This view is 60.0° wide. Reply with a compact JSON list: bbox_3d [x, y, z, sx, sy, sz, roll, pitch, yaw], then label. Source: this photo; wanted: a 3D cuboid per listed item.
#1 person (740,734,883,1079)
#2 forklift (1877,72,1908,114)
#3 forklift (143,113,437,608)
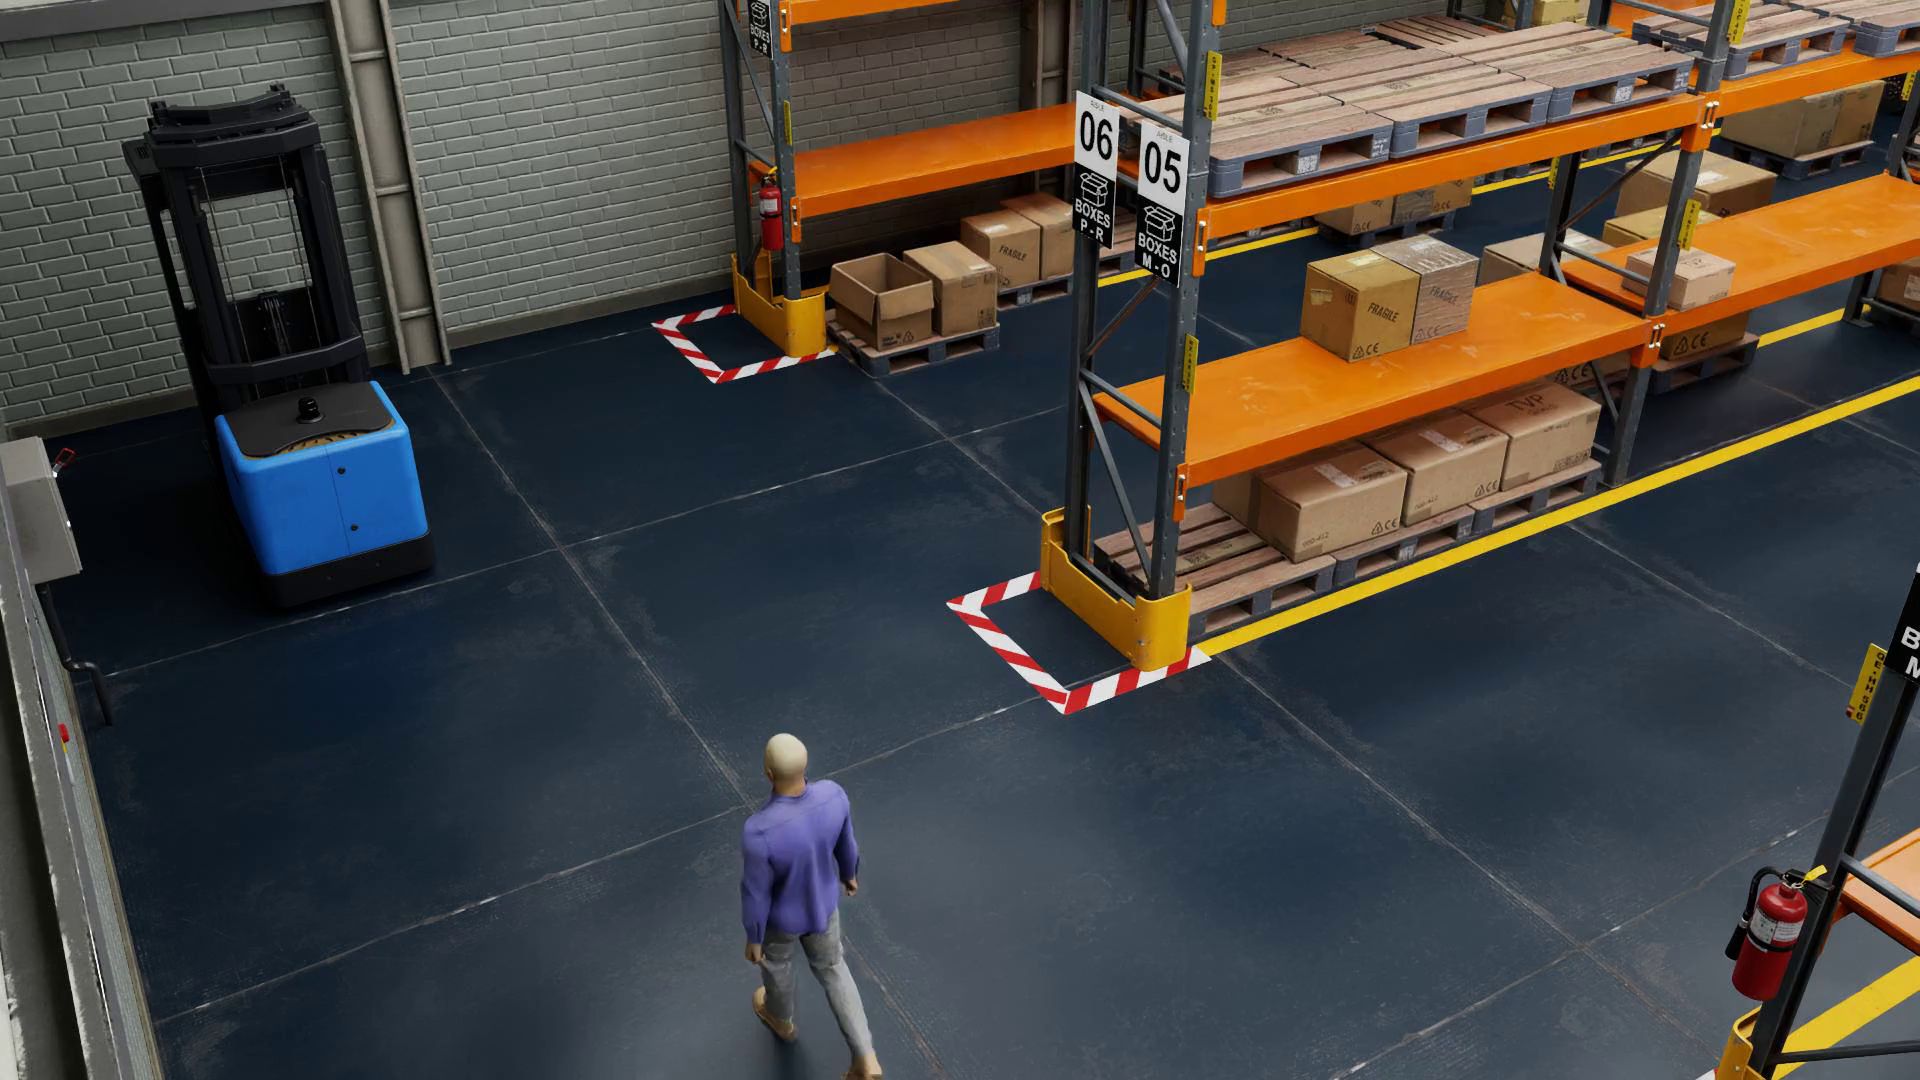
[{"bbox_3d":[-0.641,1.560,6.996,0.596,1.770,0.819,-21,38,-30],"label":"person"},{"bbox_3d":[11.468,-5.645,18.244,1.214,2.155,2.313,-17,36,-26],"label":"forklift"},{"bbox_3d":[-4.289,-1.259,10.509,1.129,2.768,1.873,-17,36,-26],"label":"forklift"}]
